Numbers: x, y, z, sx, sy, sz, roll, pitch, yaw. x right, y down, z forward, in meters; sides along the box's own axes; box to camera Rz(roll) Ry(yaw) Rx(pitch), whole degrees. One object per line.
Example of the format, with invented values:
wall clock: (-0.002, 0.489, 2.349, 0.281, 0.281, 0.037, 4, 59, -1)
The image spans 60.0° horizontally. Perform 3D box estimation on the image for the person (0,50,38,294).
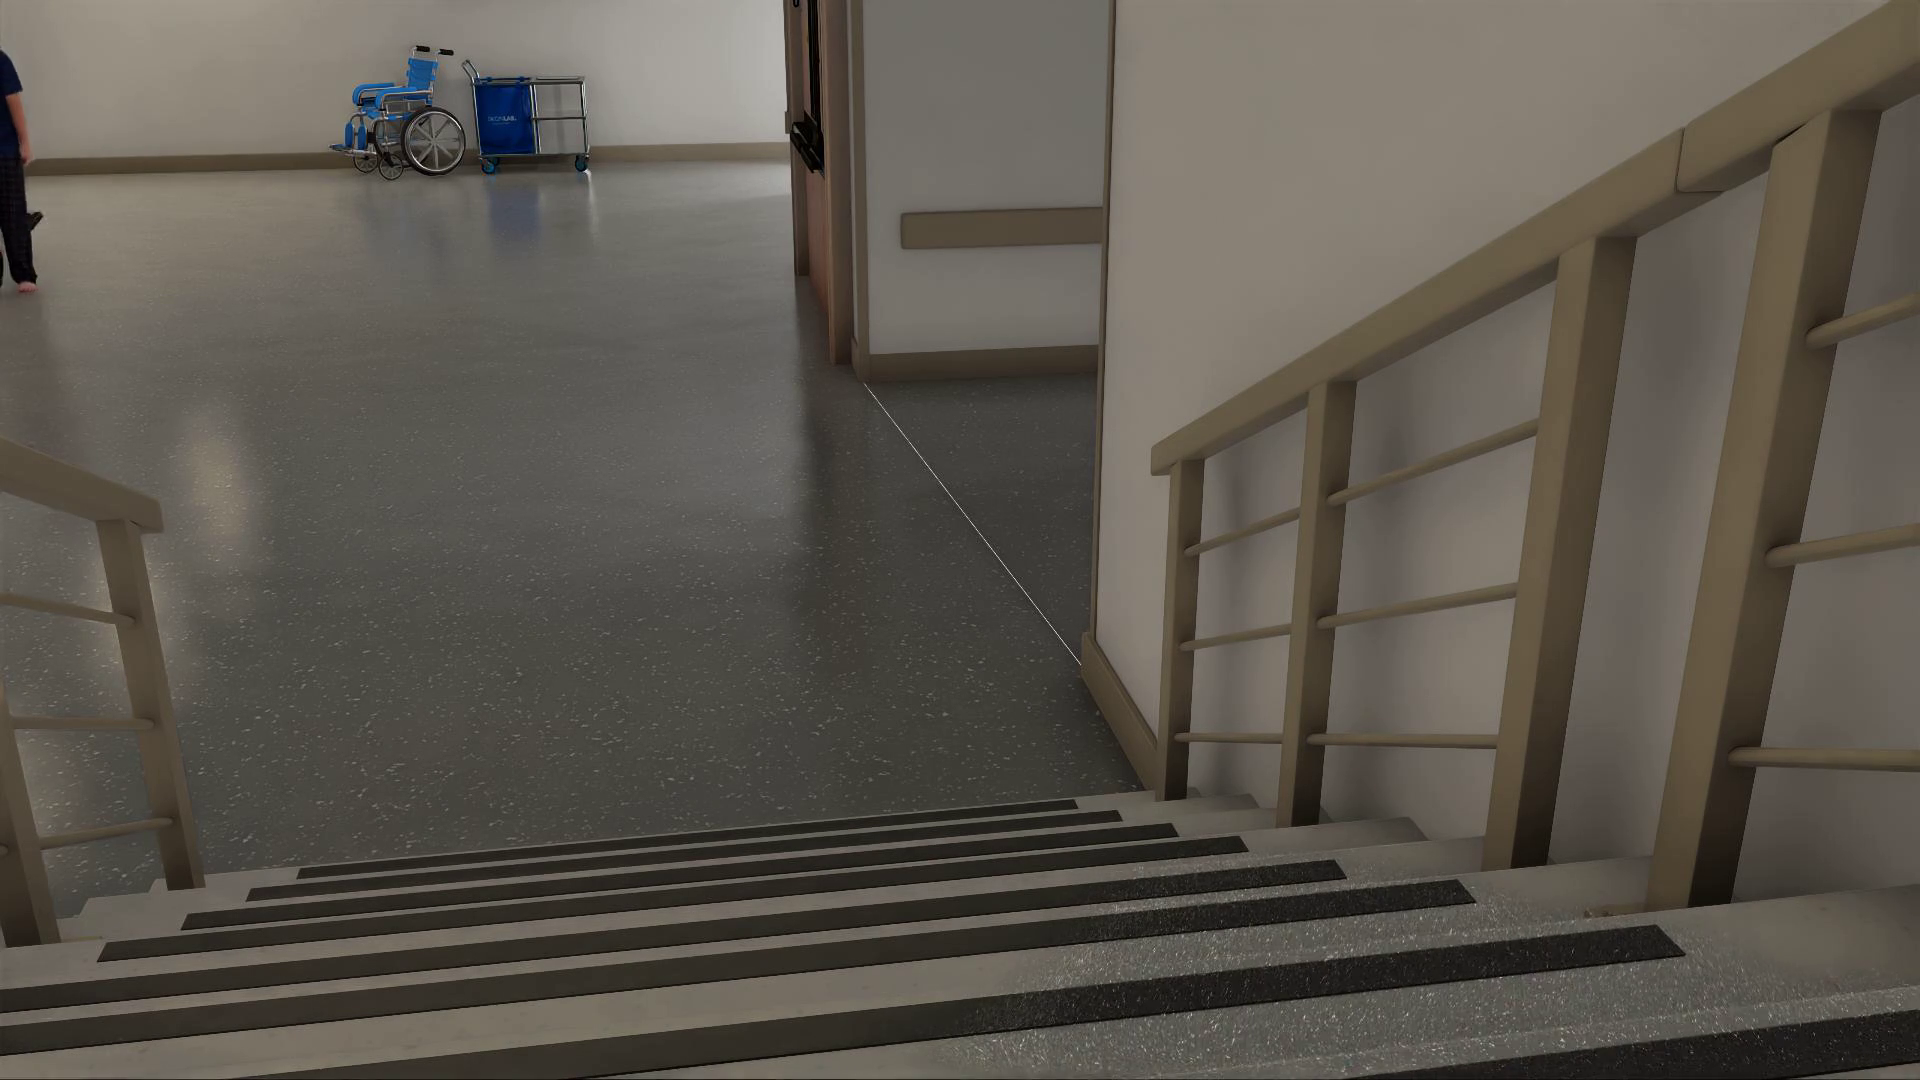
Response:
person: (-6.248, -2.504, 10.705, 0.784, 1.851, 0.844, -11, 23, -26)
